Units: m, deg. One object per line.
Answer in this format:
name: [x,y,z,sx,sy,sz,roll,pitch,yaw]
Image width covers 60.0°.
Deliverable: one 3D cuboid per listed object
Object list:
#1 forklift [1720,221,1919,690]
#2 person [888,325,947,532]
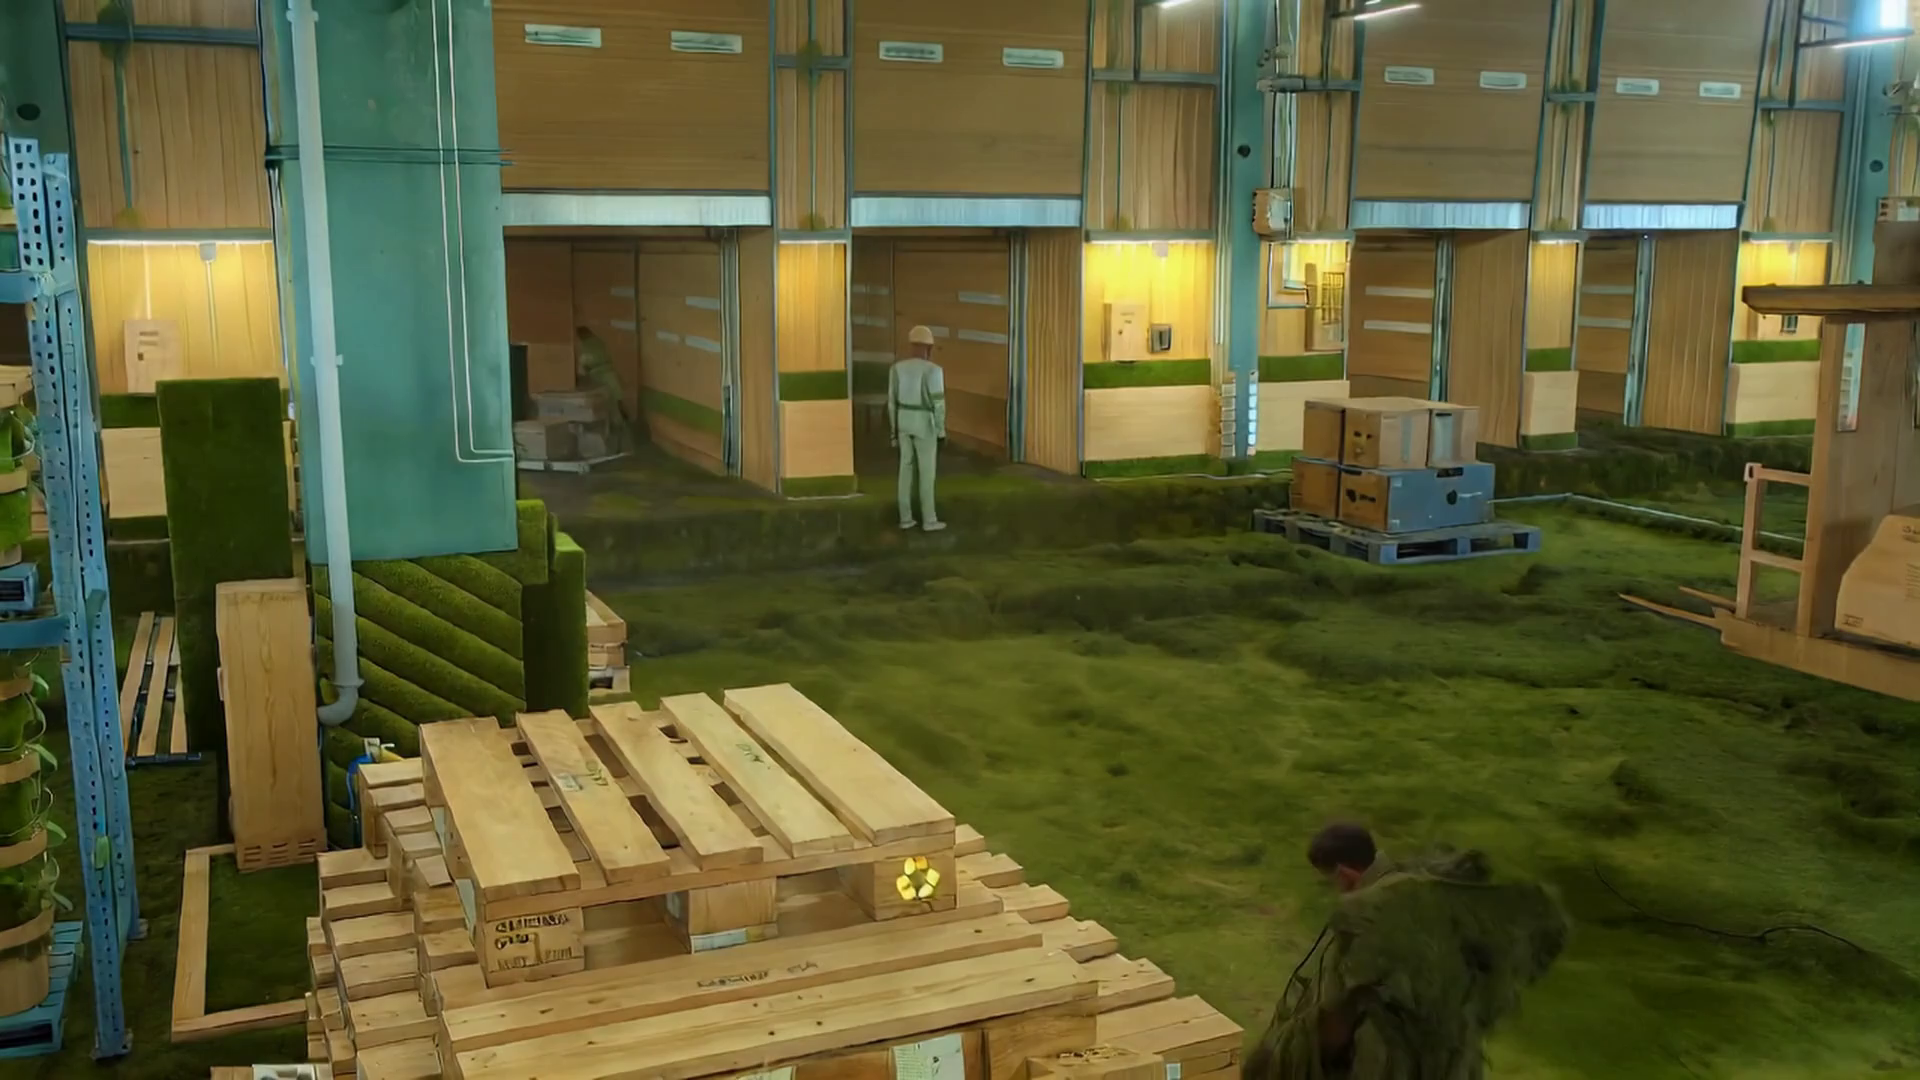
forklift: [5.949,-0.550,10.218,1.129,2.768,1.873,-4,11,-23]
person: [-0.389,-1.038,15.546,0.590,1.923,0.383,6,12,29]
